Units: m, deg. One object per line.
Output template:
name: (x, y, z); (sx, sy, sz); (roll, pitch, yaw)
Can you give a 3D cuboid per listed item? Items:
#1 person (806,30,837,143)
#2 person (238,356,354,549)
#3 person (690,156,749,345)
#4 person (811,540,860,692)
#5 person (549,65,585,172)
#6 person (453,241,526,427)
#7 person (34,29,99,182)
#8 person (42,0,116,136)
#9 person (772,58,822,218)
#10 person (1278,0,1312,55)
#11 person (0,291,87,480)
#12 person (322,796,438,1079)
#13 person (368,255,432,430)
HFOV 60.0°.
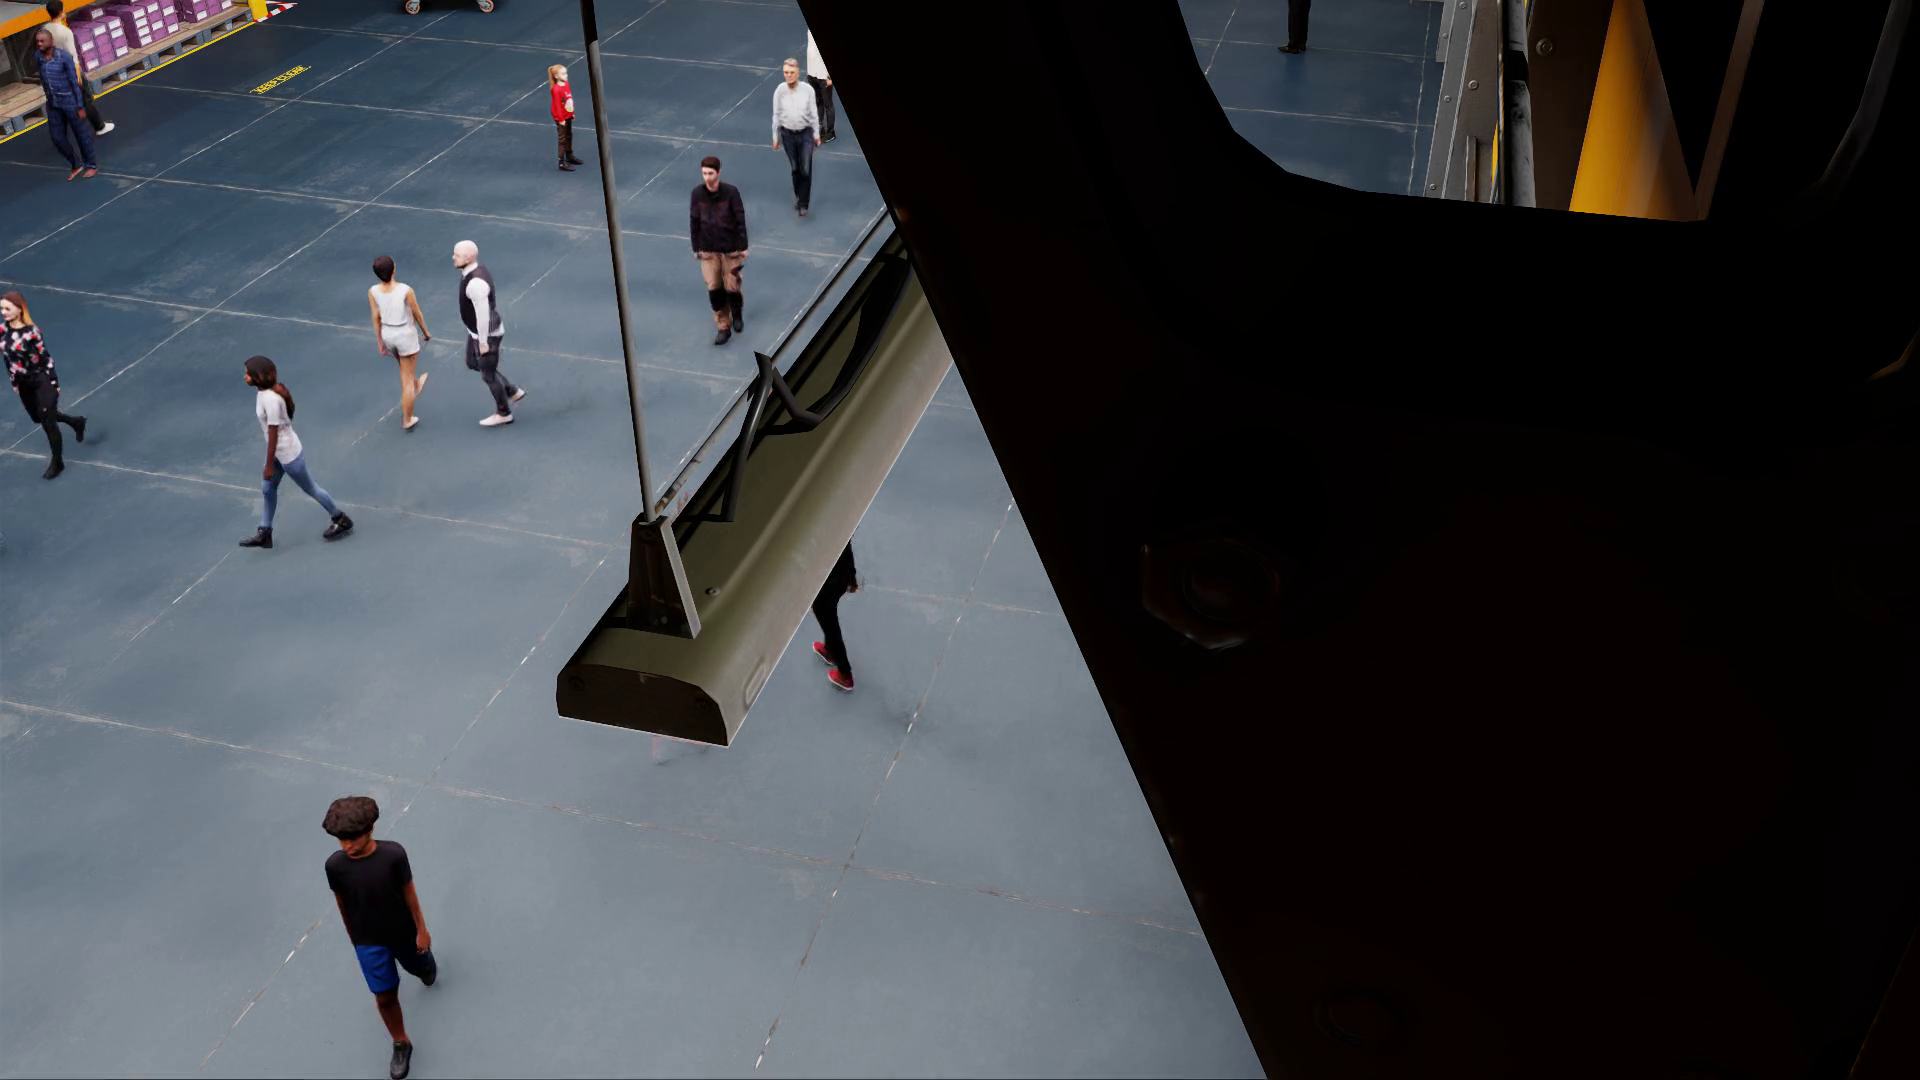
person: (-1.764, -5.958, 21.157); (0.705, 1.722, 0.706); (29, 43, 36)
person: (-5.295, -0.684, 13.263); (1.156, 1.678, 1.070); (-19, 38, -26)
person: (-2.332, -2.880, 16.352); (0.771, 1.916, 0.783); (2, 34, 4)
person: (-0.881, 0.368, 11.705); (0.866, 1.651, 0.883); (-26, 41, -33)
person: (-4.866, -5.202, 20.420); (0.534, 1.280, 0.407); (8, 35, 12)
person: (-4.172, -1.849, 14.898); (0.926, 1.809, 0.848); (-11, 35, -16)
person: (-10.734, -5.278, 20.060); (0.727, 1.806, 0.714); (4, 34, 6)
person: (-11.296, -5.826, 20.910); (0.751, 1.776, 1.181); (10, 35, 15)
person: (-1.859, -4.698, 19.198); (0.786, 1.794, 1.014); (3, 34, 5)
person: (4.948, -8.066, 24.152); (0.715, 1.918, 0.838); (-28, 43, -36)
person: (-7.915, -1.390, 14.335); (0.594, 1.668, 0.903); (9, 35, 14)
person: (-3.109, 2.050, 9.062); (0.923, 1.776, 1.153); (-6, 34, -9)
person: (-5.064, -1.752, 14.980); (0.661, 1.556, 1.089); (4, 34, 6)
